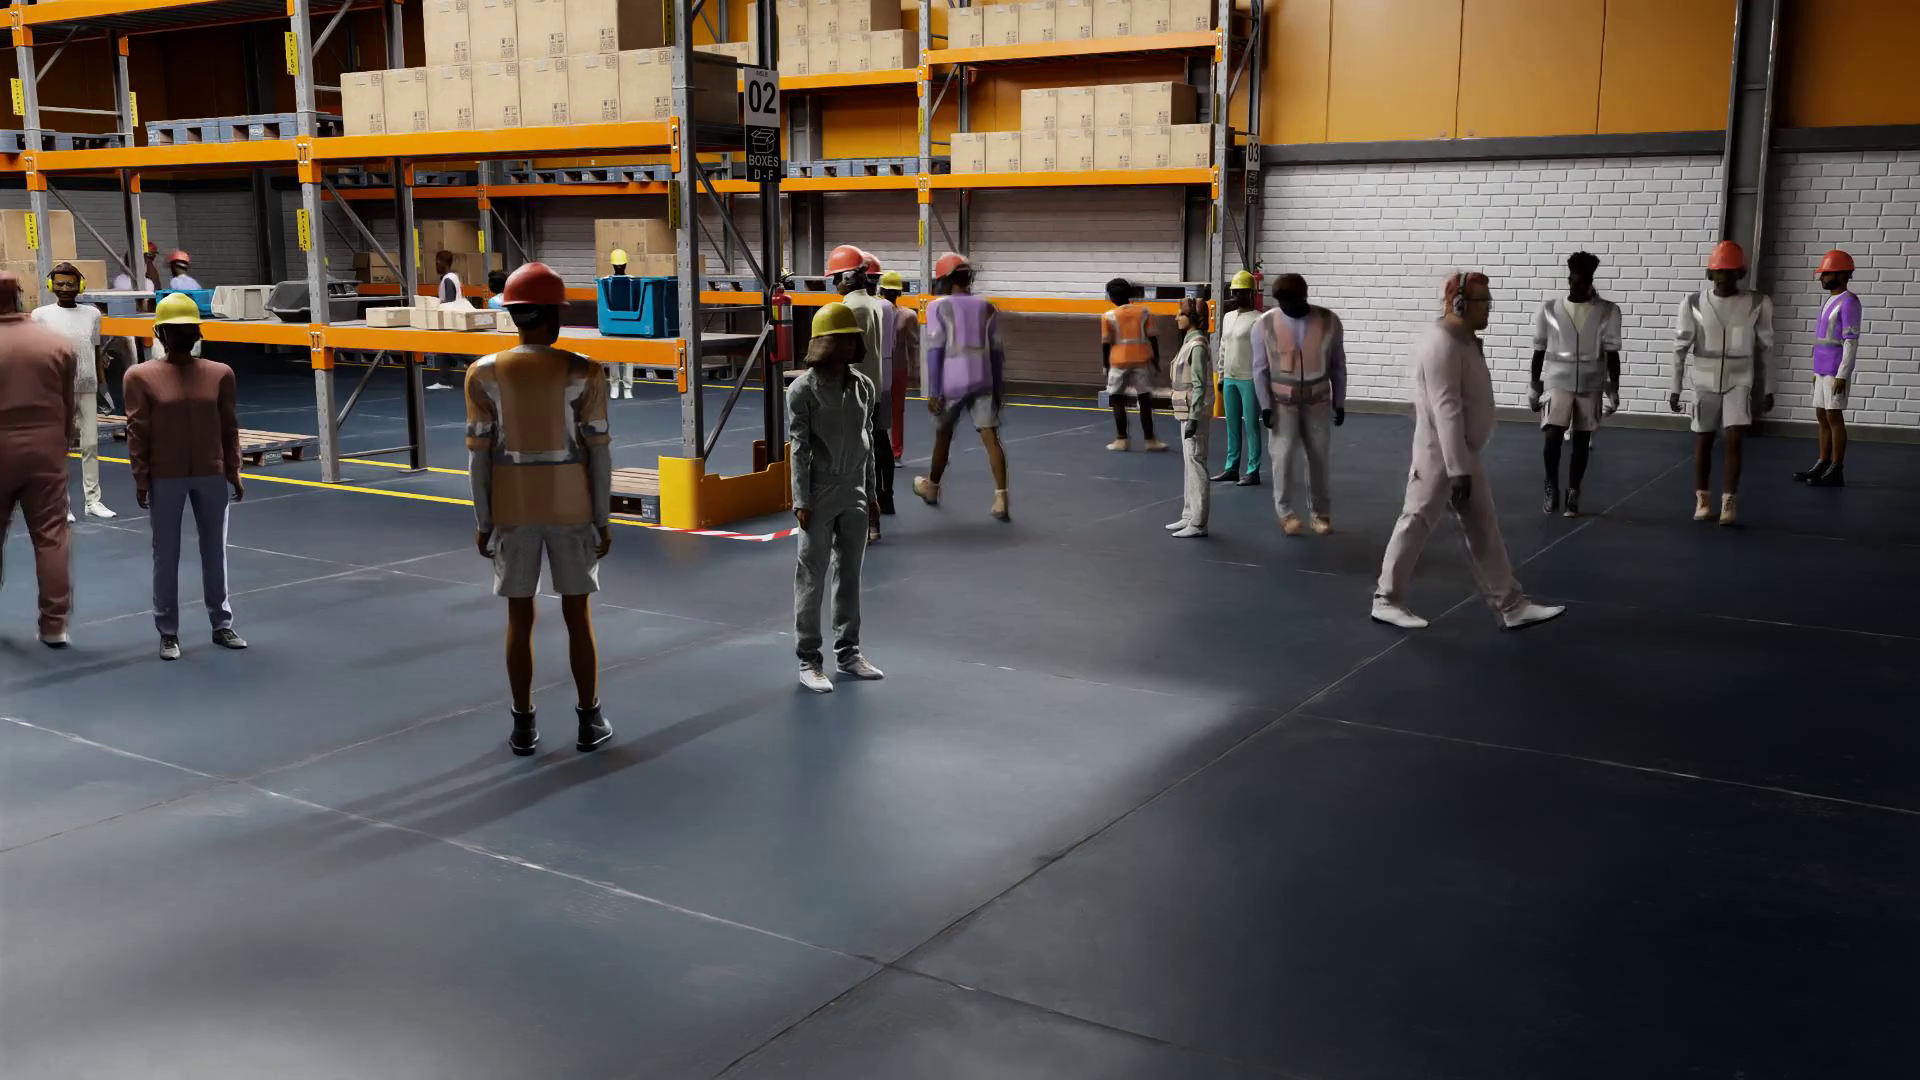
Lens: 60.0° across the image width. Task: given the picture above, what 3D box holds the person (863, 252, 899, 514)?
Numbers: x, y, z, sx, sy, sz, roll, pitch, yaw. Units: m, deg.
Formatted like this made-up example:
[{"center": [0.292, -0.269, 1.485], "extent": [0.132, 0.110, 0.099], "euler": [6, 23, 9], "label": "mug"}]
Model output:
[{"center": [-0.685, -1.126, 12.160], "extent": [0.371, 1.934, 0.551], "euler": [6, 12, 31], "label": "person"}]

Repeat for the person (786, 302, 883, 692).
[{"center": [-0.557, -0.198, 7.546], "extent": [0.288, 1.746, 0.487], "euler": [10, 14, 44], "label": "person"}]

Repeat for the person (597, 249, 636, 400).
[{"center": [-4.278, -2.724, 21.112], "extent": [0.587, 1.908, 0.579], "euler": [-3, 11, -18], "label": "person"}]

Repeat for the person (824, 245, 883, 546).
[{"center": [-0.702, -0.952, 11.052], "extent": [0.387, 1.989, 0.608], "euler": [3, 11, 14], "label": "person"}]

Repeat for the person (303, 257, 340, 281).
[{"center": [-9.491, -3.349, 24.815], "extent": [0.597, 1.814, 0.726], "euler": [-9, 14, -41], "label": "person"}]

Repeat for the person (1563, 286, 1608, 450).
[{"center": [6.057, -1.699, 16.293], "extent": [0.514, 1.592, 0.847], "euler": [-2, 10, -11], "label": "person"}]

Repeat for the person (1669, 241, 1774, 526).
[{"center": [5.381, -1.088, 11.750], "extent": [0.679, 2.004, 0.863], "euler": [5, 11, 25], "label": "person"}]

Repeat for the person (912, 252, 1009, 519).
[{"center": [0.023, -1.151, 12.345], "extent": [0.622, 1.923, 1.208], "euler": [-5, 11, -26], "label": "person"}]

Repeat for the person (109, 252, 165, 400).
[{"center": [-9.088, -2.246, 18.426], "extent": [0.539, 1.921, 0.640], "euler": [3, 11, 19], "label": "person"}]

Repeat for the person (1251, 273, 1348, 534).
[{"center": [2.323, -0.925, 11.407], "extent": [0.651, 1.803, 0.456], "euler": [0, 10, 2], "label": "person"}]

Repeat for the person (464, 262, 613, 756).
[{"center": [-1.645, -0.114, 6.558], "extent": [0.548, 1.934, 0.376], "euler": [-1, 10, -8], "label": "person"}]

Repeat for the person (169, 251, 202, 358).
[{"center": [-9.294, -2.522, 20.038], "extent": [0.475, 1.887, 0.624], "euler": [0, 10, 1], "label": "person"}]

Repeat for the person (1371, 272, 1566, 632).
[{"center": [2.590, -0.424, 8.490], "extent": [0.994, 1.851, 0.665], "euler": [6, 12, 29], "label": "person"}]

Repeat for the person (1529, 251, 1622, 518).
[{"center": [4.462, -1.117, 12.084], "extent": [0.606, 1.938, 0.472], "euler": [3, 11, 15], "label": "person"}]

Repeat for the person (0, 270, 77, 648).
[{"center": [-4.802, -0.414, 8.396], "extent": [0.646, 1.869, 0.912], "euler": [-9, 14, -42], "label": "person"}]

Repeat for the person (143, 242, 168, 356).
[{"center": [-14.008, -4.159, 28.812], "extent": [0.609, 1.992, 0.383], "euler": [10, 14, 43], "label": "person"}]

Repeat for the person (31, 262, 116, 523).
[{"center": [-6.382, -1.060, 11.996], "extent": [0.315, 1.864, 0.528], "euler": [7, 13, 35], "label": "person"}]

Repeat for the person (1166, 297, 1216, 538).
[{"center": [1.586, -0.835, 11.366], "extent": [0.311, 1.641, 0.513], "euler": [0, 10, 2], "label": "person"}]

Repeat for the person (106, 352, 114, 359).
[{"center": [-14.652, -3.862, 28.159], "extent": [0.507, 1.632, 0.267], "euler": [2, 10, 9], "label": "person"}]

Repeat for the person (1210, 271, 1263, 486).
[{"center": [2.324, -1.335, 13.781], "extent": [0.301, 1.771, 0.533], "euler": [-6, 12, -32], "label": "person"}]

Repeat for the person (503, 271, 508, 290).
[{"center": [-5.965, -2.714, 21.832], "extent": [0.288, 1.626, 0.498], "euler": [-1, 10, -8], "label": "person"}]

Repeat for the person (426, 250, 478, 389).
[{"center": [-6.839, -2.981, 22.589], "extent": [0.801, 1.897, 0.592], "euler": [-4, 11, -20], "label": "person"}]

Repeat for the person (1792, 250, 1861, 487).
[{"center": [7.159, -1.405, 13.709], "extent": [0.368, 1.933, 0.553], "euler": [1, 10, 8], "label": "person"}]

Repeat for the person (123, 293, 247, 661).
[{"center": [-3.764, -0.312, 8.113], "extent": [0.523, 1.772, 0.302], "euler": [-9, 14, -41], "label": "person"}]

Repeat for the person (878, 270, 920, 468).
[{"center": [-0.644, -1.523, 14.847], "extent": [0.576, 1.758, 0.358], "euler": [0, 10, 2], "label": "person"}]

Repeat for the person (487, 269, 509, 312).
[{"center": [-5.277, -2.265, 19.152], "extent": [0.417, 1.681, 0.543], "euler": [4, 11, 19], "label": "person"}]

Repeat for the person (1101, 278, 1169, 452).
[{"center": [1.686, -1.668, 15.916], "extent": [0.684, 1.668, 0.339], "euler": [-1, 10, -6], "label": "person"}]
